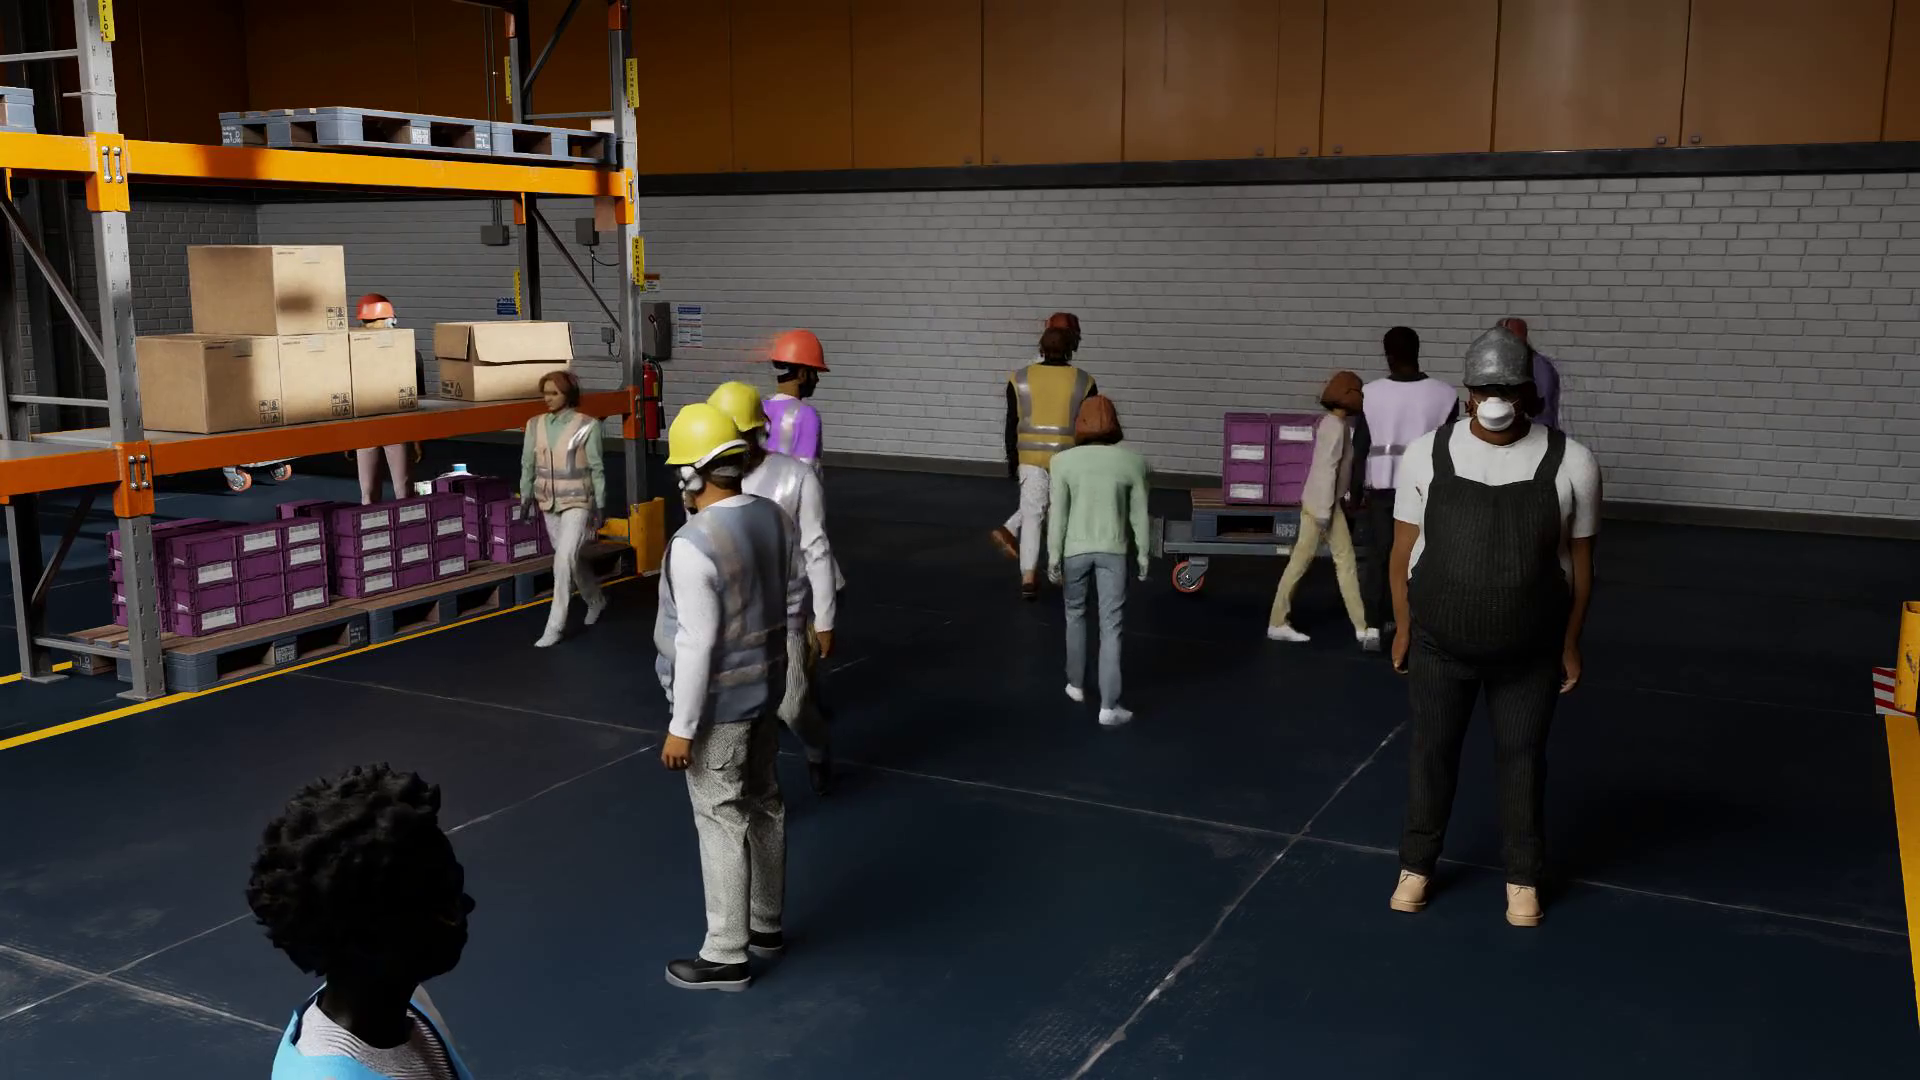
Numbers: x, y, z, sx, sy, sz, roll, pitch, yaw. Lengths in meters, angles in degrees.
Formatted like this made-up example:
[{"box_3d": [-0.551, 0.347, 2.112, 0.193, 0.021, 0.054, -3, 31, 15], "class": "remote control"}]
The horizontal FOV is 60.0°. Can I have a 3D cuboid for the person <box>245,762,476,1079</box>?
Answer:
[{"box_3d": [-0.682, 1.097, 2.015, 0.318, 1.699, 0.536, -3, 10, -17], "class": "person"}]

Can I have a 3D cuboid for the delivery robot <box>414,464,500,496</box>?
[{"box_3d": [-4.084, -0.381, 13.607, 0.707, 0.478, 0.477, -6, 11, -30], "class": "delivery robot"}]

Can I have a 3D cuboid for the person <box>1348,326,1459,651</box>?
[{"box_3d": [2.566, -0.297, 9.636, 0.613, 1.872, 0.924, 2, 10, 12], "class": "person"}]

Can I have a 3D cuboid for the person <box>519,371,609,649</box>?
[{"box_3d": [-2.337, -0.217, 9.904, 0.529, 1.598, 0.846, 4, 11, 21], "class": "person"}]

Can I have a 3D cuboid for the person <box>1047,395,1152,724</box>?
[{"box_3d": [0.693, 0.085, 8.239, 0.516, 1.579, 0.726, 1, 10, 3], "class": "person"}]

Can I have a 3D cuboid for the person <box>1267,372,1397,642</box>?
[{"box_3d": [2.188, -0.183, 9.714, 0.796, 1.585, 0.520, 0, 10, 2], "class": "person"}]

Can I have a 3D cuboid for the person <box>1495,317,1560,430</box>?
[{"box_3d": [3.919, -0.594, 11.398, 0.653, 1.858, 0.857, -7, 12, -34], "class": "person"}]

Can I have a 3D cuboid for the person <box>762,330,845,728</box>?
[{"box_3d": [-0.801, -0.045, 8.000, 0.482, 1.909, 0.567, -9, 13, -41], "class": "person"}]

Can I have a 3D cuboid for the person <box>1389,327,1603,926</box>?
[{"box_3d": [1.794, 0.298, 5.651, 0.682, 2.000, 0.537, 3, 10, 19], "class": "person"}]

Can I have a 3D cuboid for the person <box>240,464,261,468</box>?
[{"box_3d": [-7.529, -1.728, 17.740, 0.382, 1.917, 0.585, 8, 13, 40], "class": "person"}]

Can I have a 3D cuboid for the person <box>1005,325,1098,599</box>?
[{"box_3d": [0.598, -0.523, 11.093, 0.631, 1.810, 0.914, 2, 10, 9], "class": "person"}]

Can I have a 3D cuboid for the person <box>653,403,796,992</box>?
[{"box_3d": [-0.743, 0.488, 5.178, 0.404, 1.824, 0.586, 4, 11, 22], "class": "person"}]

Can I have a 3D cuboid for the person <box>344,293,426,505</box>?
[{"box_3d": [-4.097, -0.746, 11.827, 0.613, 1.995, 0.390, 1, 10, 4], "class": "person"}]

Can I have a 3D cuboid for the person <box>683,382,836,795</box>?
[{"box_3d": [-0.759, 0.267, 6.536, 0.632, 1.799, 0.746, 3, 10, 15], "class": "person"}]

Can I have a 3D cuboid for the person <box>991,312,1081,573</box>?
[{"box_3d": [0.590, -0.679, 11.814, 0.582, 1.867, 0.584, -3, 10, -18], "class": "person"}]
